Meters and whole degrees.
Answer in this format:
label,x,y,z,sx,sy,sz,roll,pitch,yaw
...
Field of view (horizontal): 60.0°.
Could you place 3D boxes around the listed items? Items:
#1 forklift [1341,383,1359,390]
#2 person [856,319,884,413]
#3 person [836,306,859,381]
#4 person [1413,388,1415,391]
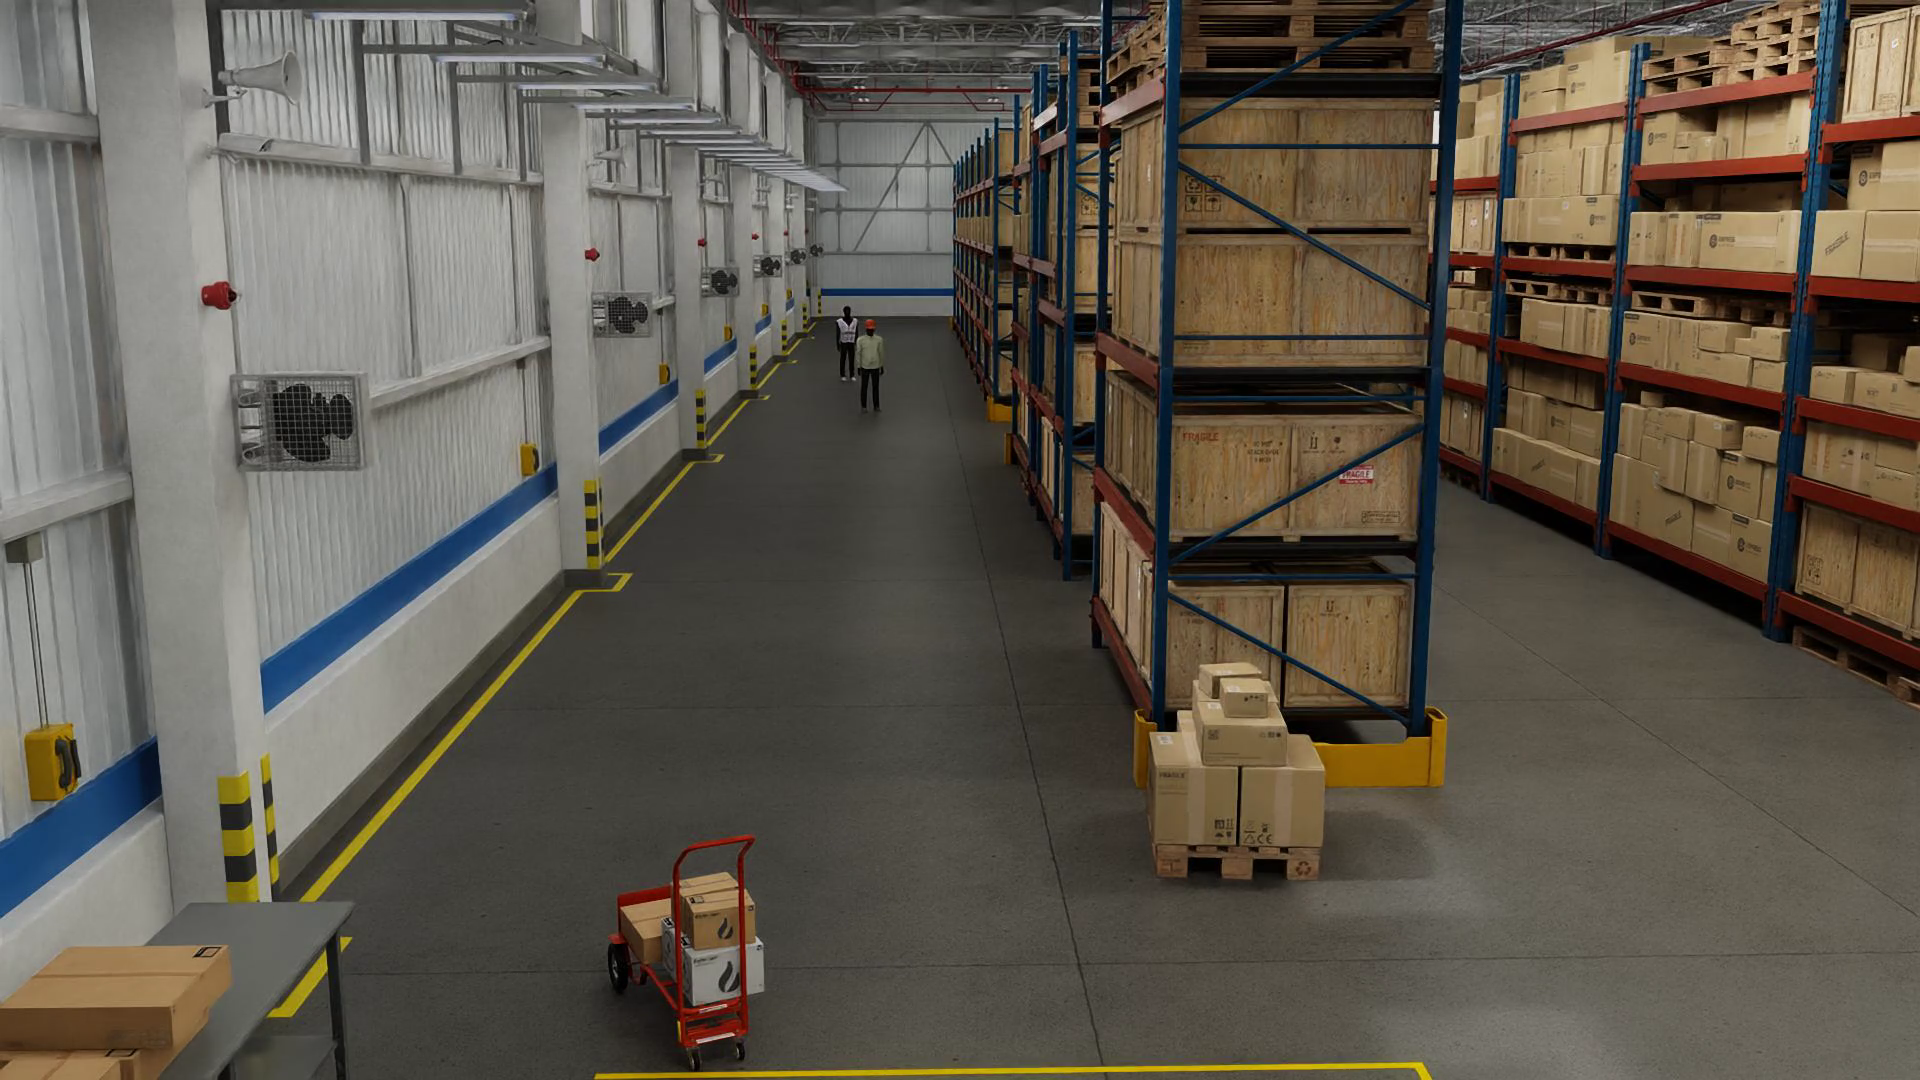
label,x,y,z,sx,sy,sz,roll,pitch,yaw
forklift,4.796,-1.392,21.091,1.873,2.768,1.129,0,11,-2
person,-1.913,-3.704,35.459,0.615,1.987,0.407,-4,12,-20
person,-2.871,-5.012,42.455,0.589,1.913,0.397,-5,12,-22
person,11.135,-4.497,39.944,0.570,1.844,0.377,-7,13,-31
